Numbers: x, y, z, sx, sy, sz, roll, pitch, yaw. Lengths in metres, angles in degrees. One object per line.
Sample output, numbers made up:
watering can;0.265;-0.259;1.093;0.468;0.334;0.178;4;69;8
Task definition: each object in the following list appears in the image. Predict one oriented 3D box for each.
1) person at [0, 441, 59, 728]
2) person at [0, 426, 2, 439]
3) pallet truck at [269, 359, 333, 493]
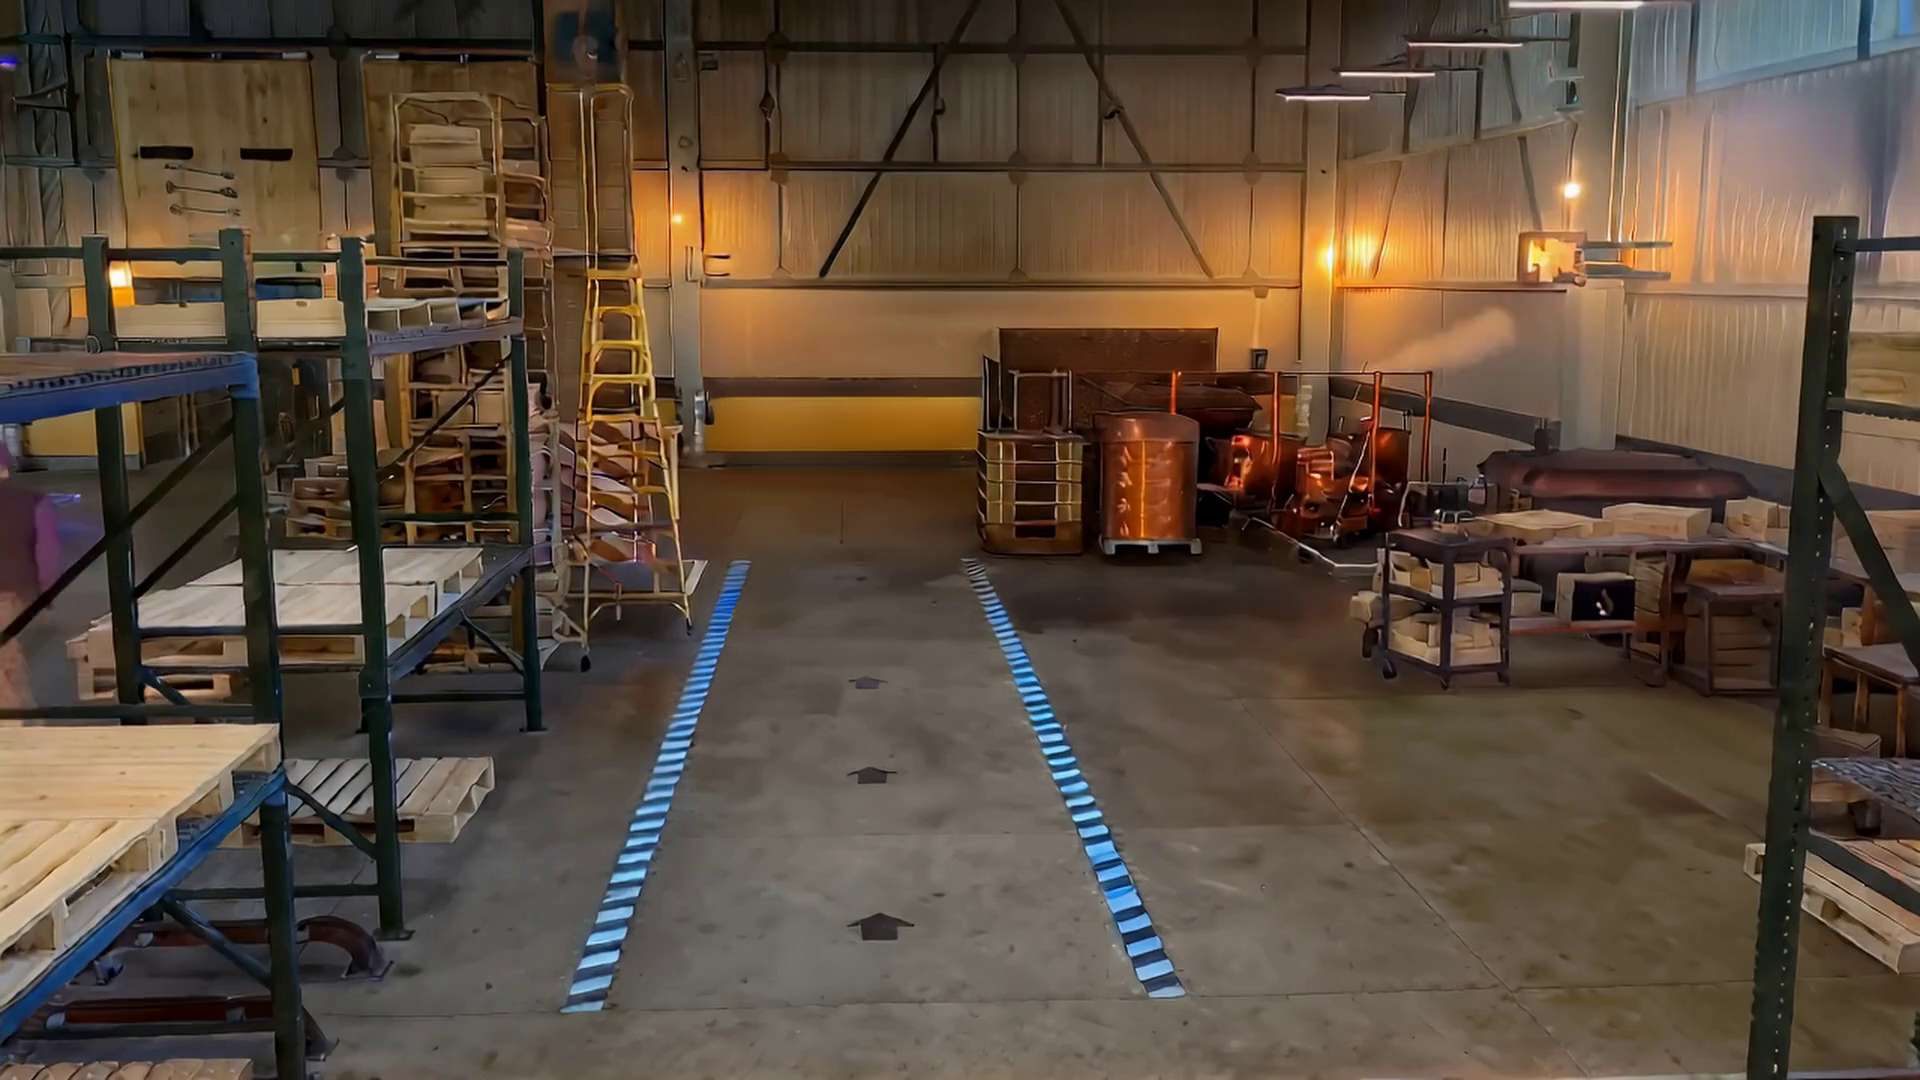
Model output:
person;-5.927;0.326;10.146;0.867;1.909;0.635;3;10;19
person;-13.377;-1.692;22.750;0.546;1.927;0.390;2;9;11
pallet truck;-7.062;-1.131;18.996;1.885;1.965;0.823;2;9;13
